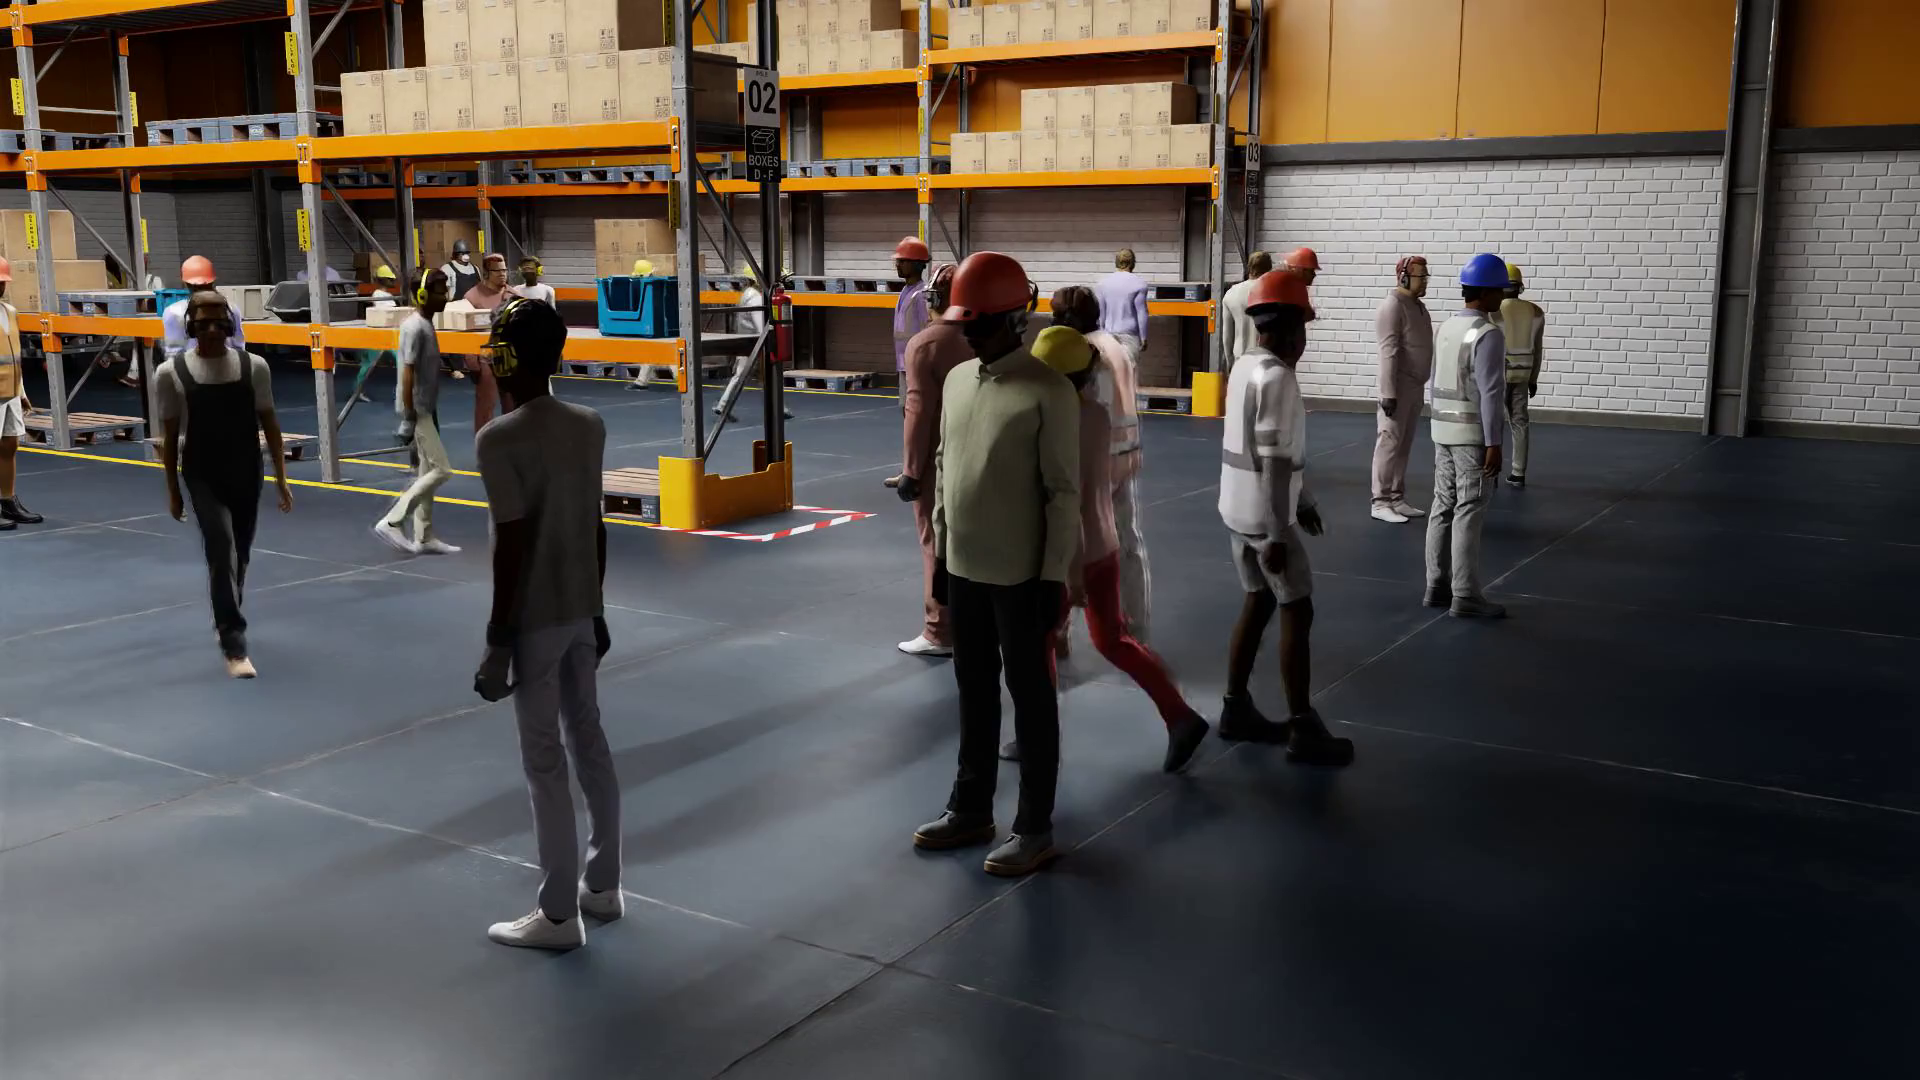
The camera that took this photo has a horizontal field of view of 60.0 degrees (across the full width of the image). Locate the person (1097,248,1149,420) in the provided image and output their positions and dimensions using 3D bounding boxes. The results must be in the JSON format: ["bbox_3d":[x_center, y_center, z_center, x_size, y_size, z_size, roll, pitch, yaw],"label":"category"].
[{"bbox_3d":[1.830,-2.295,18.656,0.627,1.932,0.361,7,13,35],"label":"person"}]

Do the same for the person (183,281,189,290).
[{"bbox_3d":[-13.858,-4.241,30.256,0.269,1.632,0.504,9,13,40],"label":"person"}]

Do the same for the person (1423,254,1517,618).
[{"bbox_3d":[2.759,-0.560,8.991,0.404,1.945,0.615,-2,10,-12],"label":"person"}]

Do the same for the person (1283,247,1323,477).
[{"bbox_3d":[2.720,-1.493,14.120,0.644,1.968,0.628,2,10,10],"label":"person"}]

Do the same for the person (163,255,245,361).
[{"bbox_3d":[-5.586,-1.152,12.365,0.563,1.910,0.469,-5,11,-26],"label":"person"}]

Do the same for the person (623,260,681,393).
[{"bbox_3d":[-4.015,-2.821,22.052,0.910,1.766,0.630,2,10,11],"label":"person"}]

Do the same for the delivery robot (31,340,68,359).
[{"bbox_3d":[-14.479,-3.073,26.518,0.707,0.478,0.477,-4,11,-20],"label":"delivery robot"}]

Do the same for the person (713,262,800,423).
[{"bbox_3d":[-2.306,-2.179,18.437,0.958,1.788,0.594,-1,10,-7],"label":"person"}]

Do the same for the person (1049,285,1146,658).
[{"bbox_3d":[0.592,-0.319,8.084,0.682,1.807,0.651,6,12,28],"label":"person"}]

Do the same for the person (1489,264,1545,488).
[{"bbox_3d":[4.469,-1.339,13.641,0.600,1.826,0.404,-2,11,-13],"label":"person"}]

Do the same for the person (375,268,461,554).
[{"bbox_3d":[-3.438,-0.801,10.597,0.435,1.849,0.548,-2,10,-13],"label":"person"}]

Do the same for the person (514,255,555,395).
[{"bbox_3d":[-4.462,-2.037,17.396,0.589,1.865,0.324,2,10,11],"label":"person"}]

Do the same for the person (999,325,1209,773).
[{"bbox_3d":[0.510,0.053,6.241,0.817,1.717,0.518,6,12,28],"label":"person"}]

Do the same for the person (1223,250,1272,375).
[{"bbox_3d":[2.604,-1.570,14.629,0.628,1.935,0.373,8,13,37],"label":"person"}]

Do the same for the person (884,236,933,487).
[{"bbox_3d":[-0.387,-1.406,13.405,0.364,2.048,0.608,-4,11,-21],"label":"person"}]

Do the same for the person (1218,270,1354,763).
[{"bbox_3d":[1.276,-0.093,6.561,0.485,1.907,0.608,-1,10,-6],"label":"person"}]

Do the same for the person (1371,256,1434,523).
[{"bbox_3d":[3.223,-1.086,12.019,0.401,1.907,0.646,7,12,34],"label":"person"}]

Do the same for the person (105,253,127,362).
[{"bbox_3d":[-14.140,-3.874,27.734,0.524,1.817,0.646,3,11,16],"label":"person"}]

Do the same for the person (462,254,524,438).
[{"bbox_3d":[-4.110,-1.586,14.833,0.397,1.899,0.635,9,13,39],"label":"person"}]

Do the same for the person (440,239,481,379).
[{"bbox_3d":[-7.266,-3.399,24.464,0.536,2.000,0.685,8,13,37],"label":"person"}]

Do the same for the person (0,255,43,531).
[{"bbox_3d":[-6.742,-1.040,11.688,0.373,1.932,0.549,1,10,8],"label":"person"}]

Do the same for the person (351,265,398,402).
[{"bbox_3d":[-7.227,-2.571,20.775,0.918,1.717,0.532,1,10,7],"label":"person"}]

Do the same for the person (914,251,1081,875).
[{"bbox_3d":[0.113,0.076,5.361,0.392,1.986,0.610,-9,14,-41],"label":"person"}]

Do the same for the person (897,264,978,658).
[{"bbox_3d":[-0.064,-0.385,8.136,0.409,1.907,0.648,9,14,41],"label":"person"}]

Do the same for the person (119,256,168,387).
[{"bbox_3d":[-11.251,-3.031,23.049,0.584,1.833,0.977,3,11,17],"label":"person"}]

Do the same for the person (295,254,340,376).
[{"bbox_3d":[-9.519,-3.359,24.658,0.687,1.884,0.590,0,10,-2],"label":"person"}]

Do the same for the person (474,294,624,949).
[{"bbox_3d":[-1.194,0.245,4.761,0.327,1.866,0.514,5,11,25],"label":"person"}]

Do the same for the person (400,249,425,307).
[{"bbox_3d":[-7.562,-3.084,23.059,0.391,1.918,0.590,-1,10,-6],"label":"person"}]

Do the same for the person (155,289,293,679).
[{"bbox_3d":[-3.542,-0.292,7.986,0.527,1.811,0.949,-8,13,-38],"label":"person"}]
